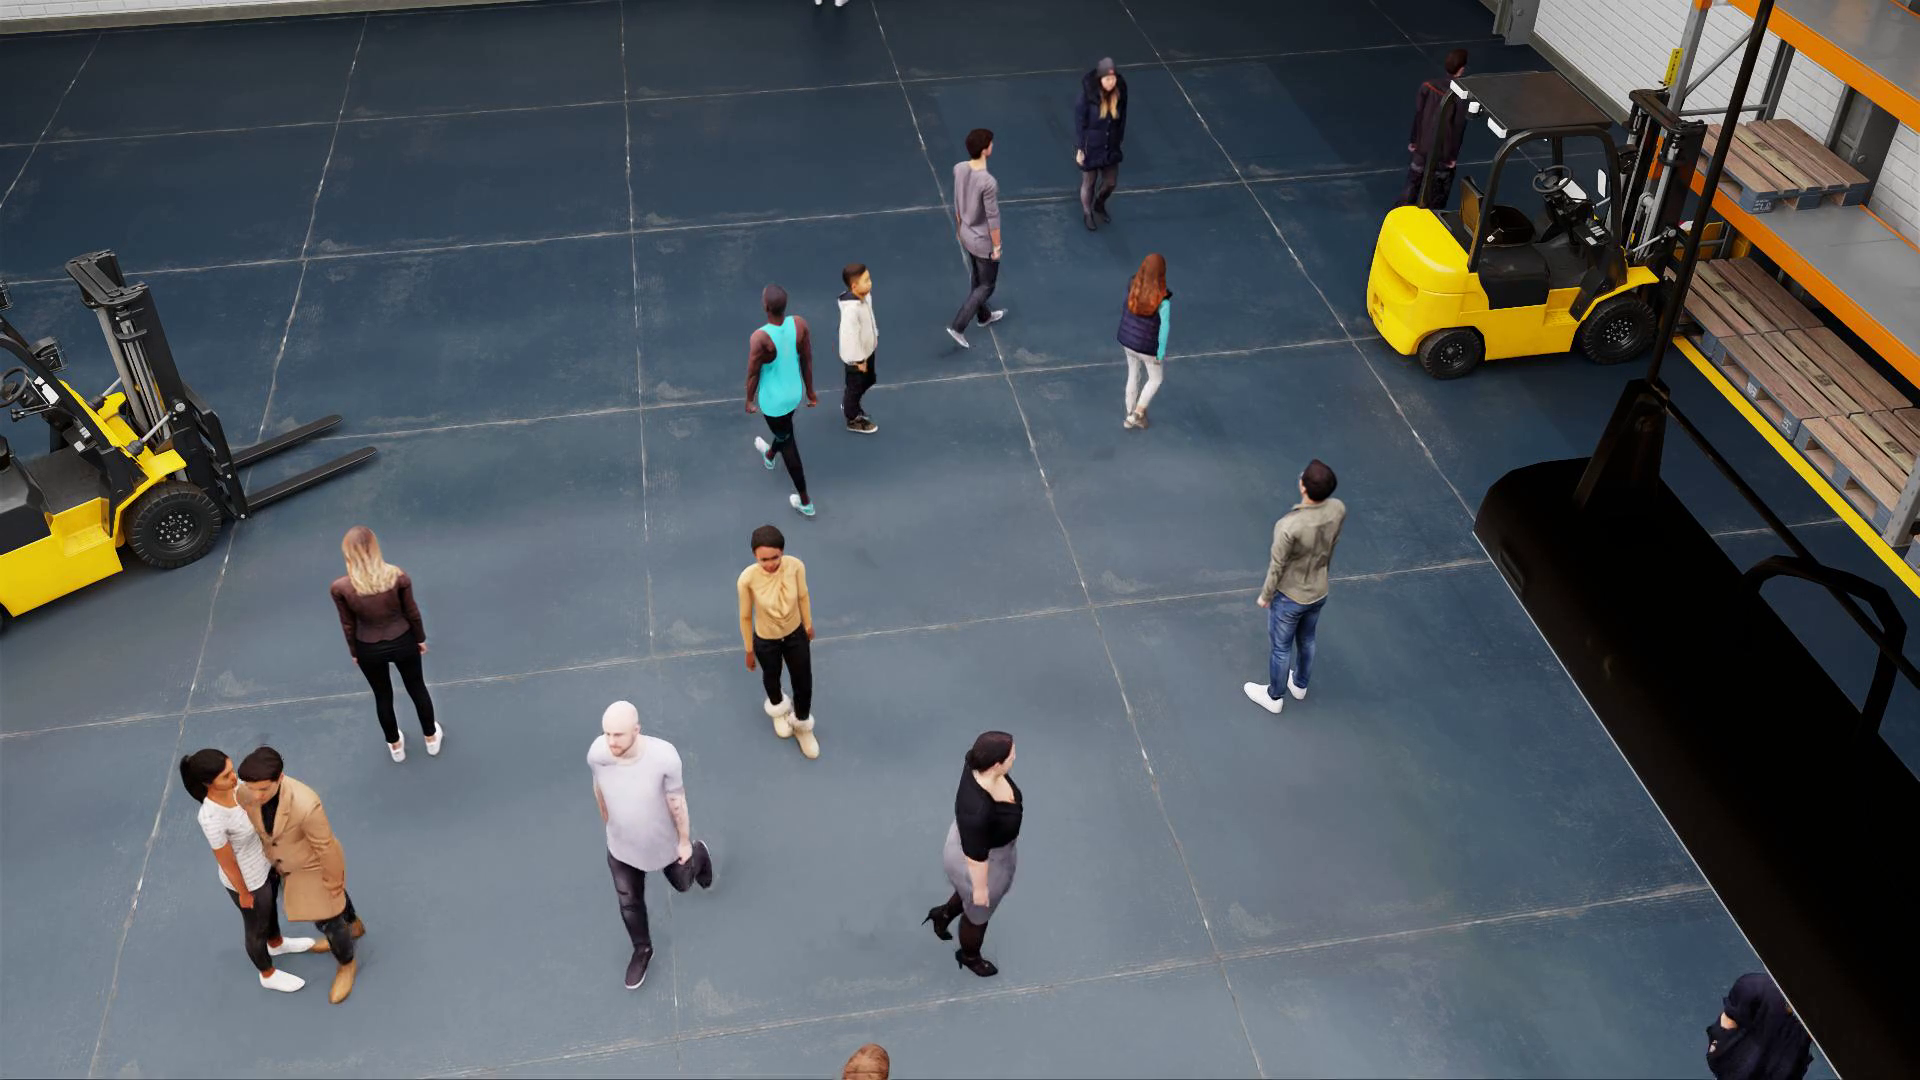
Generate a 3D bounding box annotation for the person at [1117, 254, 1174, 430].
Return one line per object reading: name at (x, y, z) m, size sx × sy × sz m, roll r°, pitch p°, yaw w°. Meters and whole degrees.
person at (1.354, -1.476, 12.682) m, size 0.687 × 1.491 × 0.753 m, roll 27°, pitch 46°, yaw 30°

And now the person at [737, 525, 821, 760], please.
person at (-1.119, 0.529, 10.050) m, size 0.680 × 1.643 × 0.804 m, roll -12°, pitch 40°, yaw -15°

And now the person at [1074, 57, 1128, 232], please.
person at (1.234, -3.658, 15.271) m, size 0.689 × 1.670 × 0.677 m, roll -10°, pitch 40°, yaw -12°

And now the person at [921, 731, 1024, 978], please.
person at (0.009, 1.626, 8.599) m, size 0.874 × 1.739 × 0.824 m, roll 6°, pitch 39°, yaw 7°

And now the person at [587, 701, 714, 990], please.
person at (-1.603, 1.490, 8.711) m, size 0.895 × 1.813 × 1.169 m, roll 6°, pitch 39°, yaw 7°

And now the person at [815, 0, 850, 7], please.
person at (-1.572, -7.237, 19.665) m, size 0.697 × 1.778 × 0.682 m, roll 7°, pitch 39°, yaw 9°

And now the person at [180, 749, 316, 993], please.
person at (-3.689, 1.681, 8.606) m, size 0.645 × 1.645 × 0.477 m, roll -3°, pitch 39°, yaw -3°

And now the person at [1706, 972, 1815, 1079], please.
person at (3.691, 2.431, 7.645) m, size 0.803 × 1.673 × 0.932 m, roll 8°, pitch 39°, yaw 10°

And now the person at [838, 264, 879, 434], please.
person at (-0.844, -1.460, 12.698) m, size 0.731 × 1.447 × 0.627 m, roll 9°, pitch 40°, yaw 12°

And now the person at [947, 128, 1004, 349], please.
person at (0.111, -2.477, 13.650) m, size 0.999 × 1.848 × 1.026 m, roll -25°, pitch 45°, yaw -28°

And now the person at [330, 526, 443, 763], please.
person at (-3.405, 0.635, 9.869) m, size 0.633 × 1.702 × 0.569 m, roll -14°, pitch 41°, yaw -17°

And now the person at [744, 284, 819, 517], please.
person at (-1.214, -0.946, 11.791) m, size 0.974 × 1.774 × 1.214 m, roll -25°, pitch 45°, yaw -28°

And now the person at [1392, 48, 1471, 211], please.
person at (4.186, -3.428, 14.807) m, size 1.081 × 1.890 × 1.083 m, roll -31°, pitch 48°, yaw -33°

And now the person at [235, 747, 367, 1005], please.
person at (-3.373, 1.618, 8.636) m, size 0.821 × 1.705 × 0.883 m, roll 21°, pitch 43°, yaw 24°

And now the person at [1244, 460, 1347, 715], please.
person at (2.078, 0.298, 10.160) m, size 0.783 × 1.866 × 0.745 m, roll -22°, pitch 44°, yaw -25°
